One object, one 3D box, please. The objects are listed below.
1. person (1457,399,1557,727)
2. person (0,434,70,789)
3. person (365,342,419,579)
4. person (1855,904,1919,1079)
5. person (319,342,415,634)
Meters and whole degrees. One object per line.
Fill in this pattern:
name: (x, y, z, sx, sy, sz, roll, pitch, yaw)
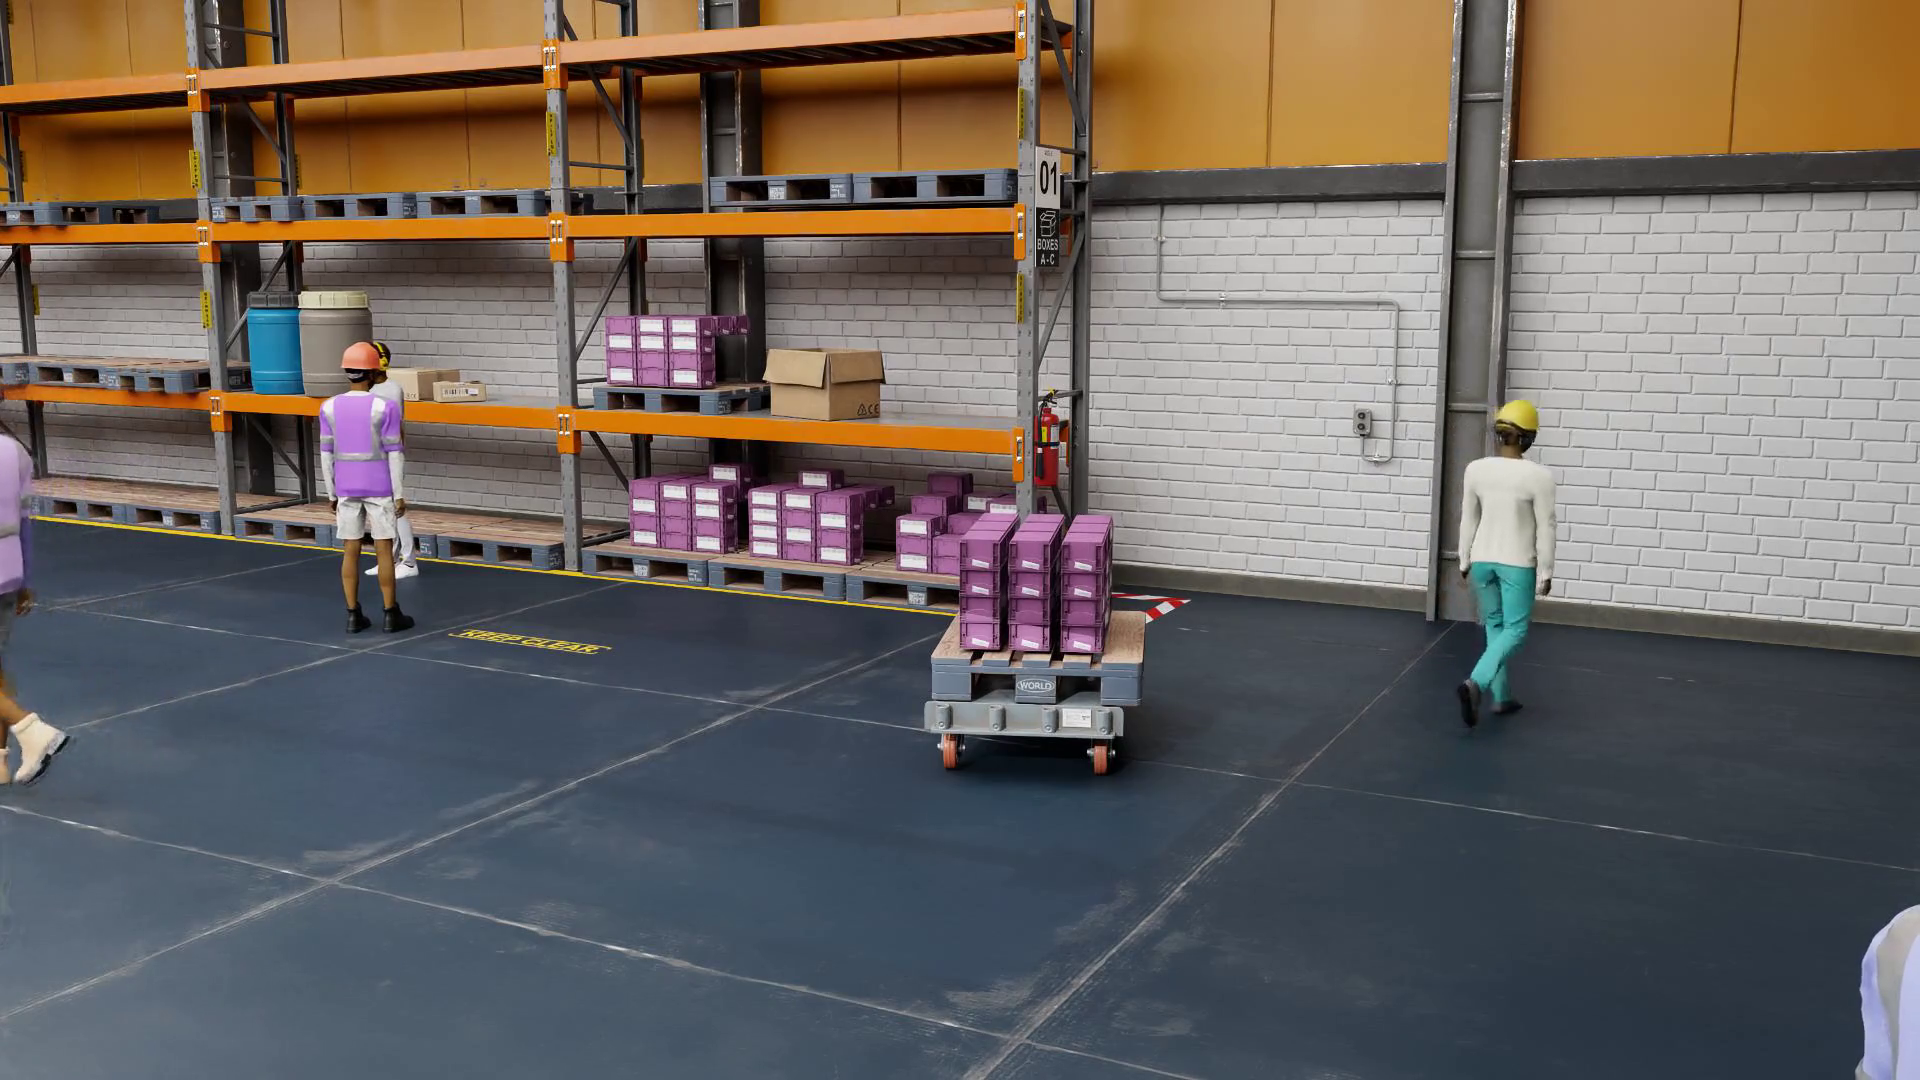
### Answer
person: (2.854, 0.125, 8.810, 0.727, 1.744, 0.530, -8, 12, -42)
person: (-4.435, 0.179, 7.595, 0.587, 2.024, 0.627, 1, 9, 8)
person: (-4.504, -0.620, 13.045, 0.318, 1.860, 0.509, -9, 13, -44)
person: (1.389, 1.109, 2.130, 0.367, 1.936, 0.550, -2, 9, -10)
person: (-3.948, -0.340, 11.061, 0.547, 1.938, 0.378, 1, 9, 4)
